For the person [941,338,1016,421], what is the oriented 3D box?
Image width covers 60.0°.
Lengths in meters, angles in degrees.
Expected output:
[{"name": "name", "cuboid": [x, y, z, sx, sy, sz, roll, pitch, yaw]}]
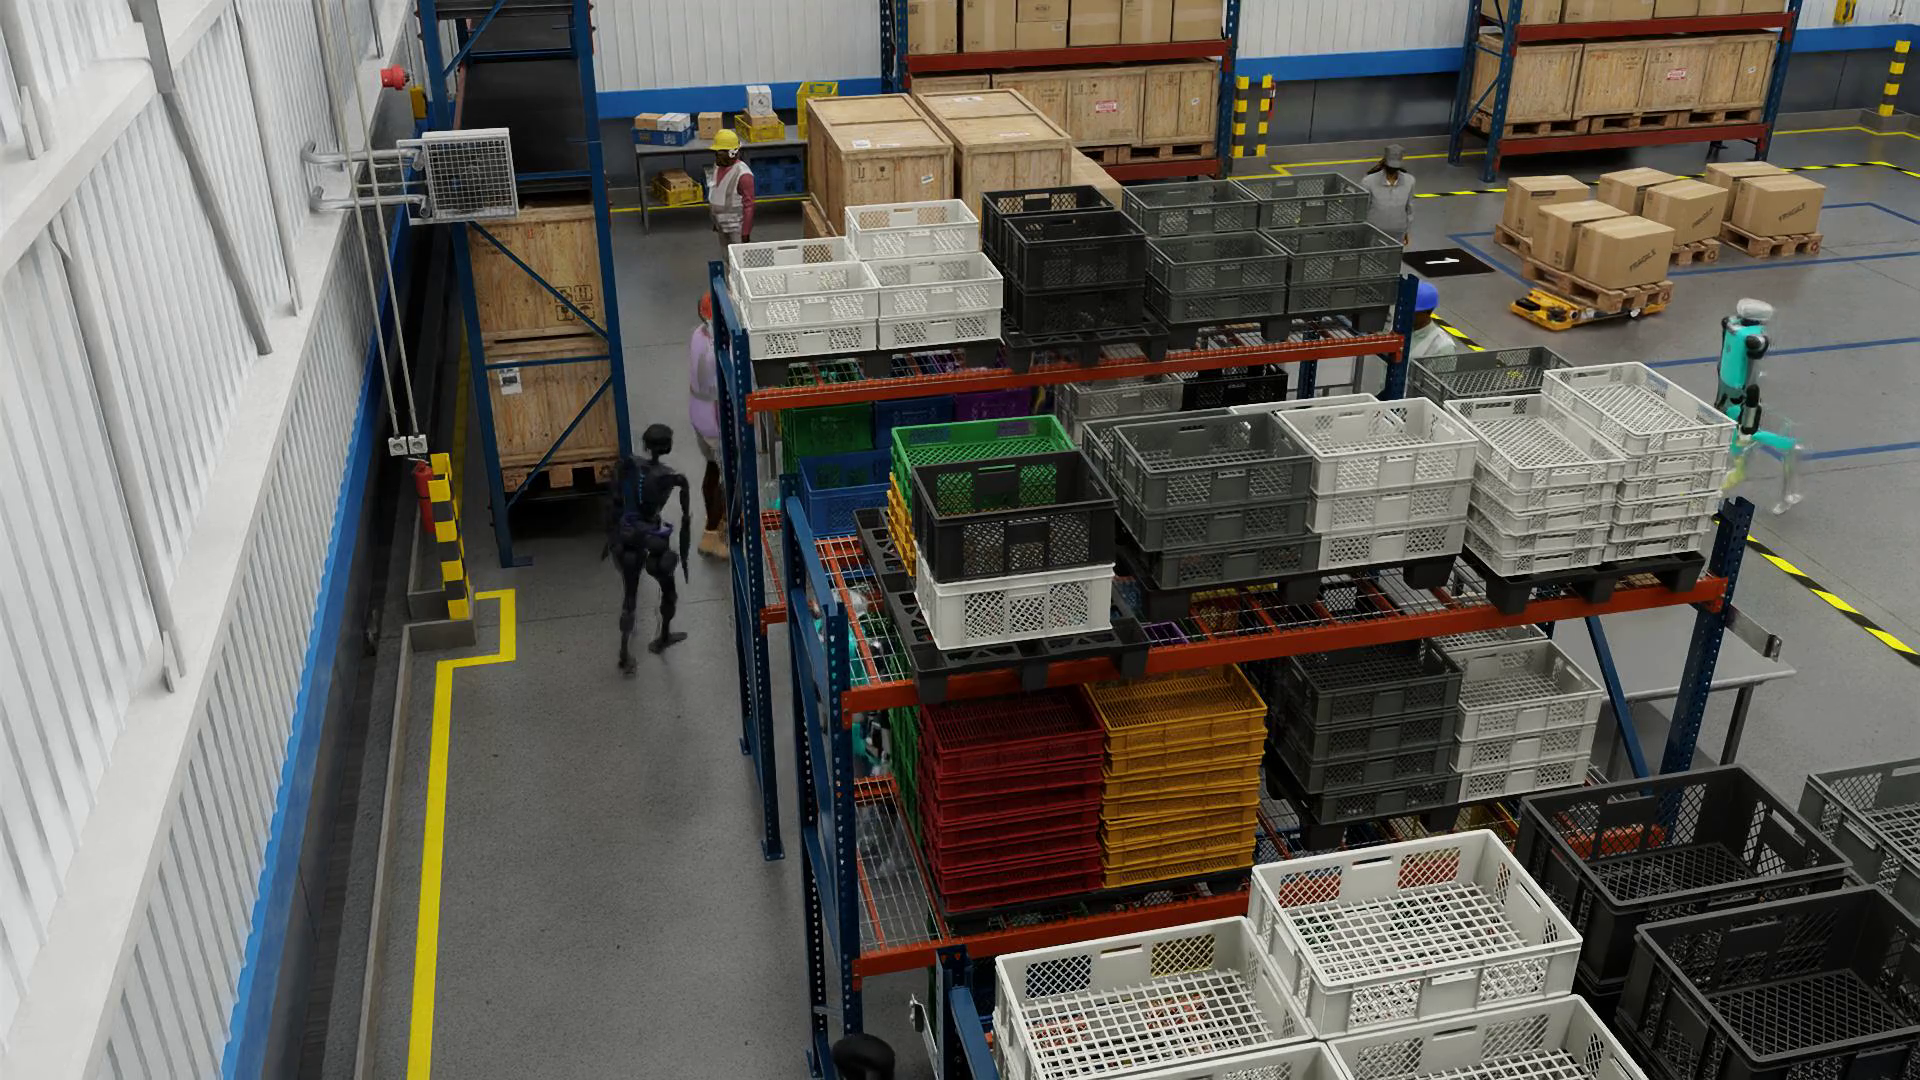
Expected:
[{"name": "person", "cuboid": [0.121, -0.951, 12.152, 0.615, 1.875, 0.423, 3, 28, 6]}]

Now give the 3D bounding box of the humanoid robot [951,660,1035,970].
[{"name": "humanoid robot", "cuboid": [0.173, 1.387, 7.876, 0.669, 1.836, 0.543, 3, 28, 5]}]

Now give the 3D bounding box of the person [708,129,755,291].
[{"name": "person", "cuboid": [-2.235, -3.094, 16.238, 0.403, 1.833, 0.586, -22, 35, -35]}]

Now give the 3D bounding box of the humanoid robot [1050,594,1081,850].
[{"name": "humanoid robot", "cuboid": [0.938, 0.892, 8.807, 1.000, 1.761, 0.545, -9, 29, -17]}]

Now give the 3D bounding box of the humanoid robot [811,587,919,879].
[{"name": "humanoid robot", "cuboid": [-0.443, 0.948, 8.633, 0.535, 1.755, 0.741, 18, 33, 30]}]

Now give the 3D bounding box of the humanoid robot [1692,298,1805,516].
[{"name": "humanoid robot", "cuboid": [5.982, -0.921, 12.299, 1.047, 1.787, 0.531, -1, 28, -2]}]

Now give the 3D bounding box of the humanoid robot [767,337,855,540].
[{"name": "humanoid robot", "cuboid": [-1.066, -0.506, 11.447, 0.816, 1.784, 0.566, -4, 28, -7]}]

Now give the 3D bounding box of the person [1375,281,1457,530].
[{"name": "person", "cuboid": [3.262, -0.948, 12.057, 0.415, 1.939, 0.606, -15, 31, -25]}]

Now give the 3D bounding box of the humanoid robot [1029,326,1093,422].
[{"name": "humanoid robot", "cuboid": [0.770, -0.996, 12.436, 0.600, 1.652, 0.362, 16, 32, 28]}]

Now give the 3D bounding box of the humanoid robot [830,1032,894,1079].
[{"name": "humanoid robot", "cuboid": [-0.318, 2.413, 5.944, 0.355, 1.653, 0.590, 5, 28, 10]}]

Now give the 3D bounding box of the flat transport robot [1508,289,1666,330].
[{"name": "flat transport robot", "cuboid": [6.244, -2.378, 16.528, 1.431, 0.197, 0.652, -12, 30, -22]}]

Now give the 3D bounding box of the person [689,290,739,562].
[{"name": "person", "cuboid": [-1.753, -0.862, 11.820, 0.464, 2.019, 0.809, -11, 30, -19]}]

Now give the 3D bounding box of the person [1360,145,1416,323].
[{"name": "person", "cuboid": [4.075, -2.951, 16.040, 0.567, 1.761, 0.407, -3, 28, -5]}]

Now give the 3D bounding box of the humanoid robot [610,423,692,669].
[{"name": "humanoid robot", "cuboid": [-1.994, 0.061, 10.472, 0.645, 1.639, 0.622, 9, 29, 16]}]

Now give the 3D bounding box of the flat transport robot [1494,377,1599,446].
[{"name": "flat transport robot", "cuboid": [4.780, -1.036, 14.013, 0.659, 0.231, 1.431, -6, 28, -12]}]
